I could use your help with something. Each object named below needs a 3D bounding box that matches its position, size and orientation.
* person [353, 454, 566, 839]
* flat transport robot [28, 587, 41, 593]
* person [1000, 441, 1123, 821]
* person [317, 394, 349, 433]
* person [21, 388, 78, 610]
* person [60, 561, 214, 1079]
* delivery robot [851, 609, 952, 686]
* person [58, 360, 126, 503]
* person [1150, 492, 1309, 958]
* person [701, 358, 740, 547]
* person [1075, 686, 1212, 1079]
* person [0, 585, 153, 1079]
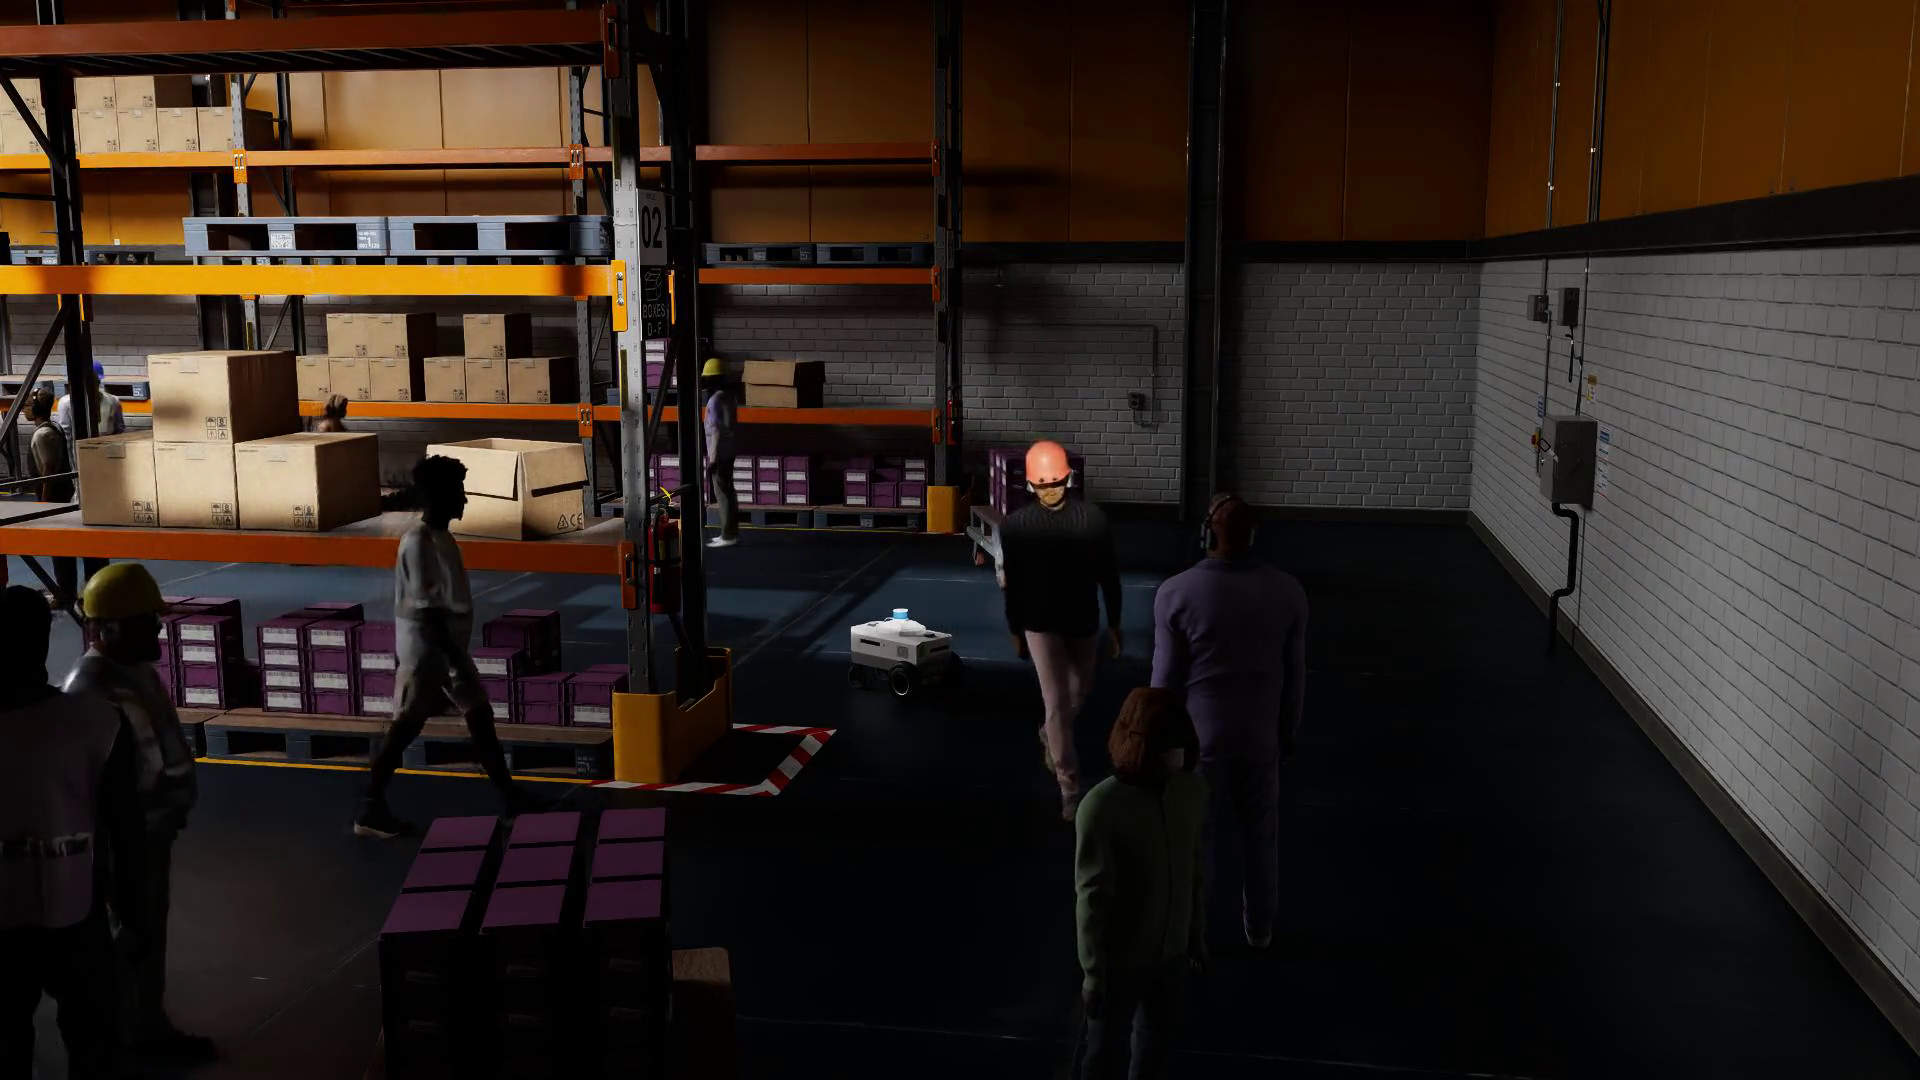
[{"bbox_3d":[-2.543,0.536,8.184,1.023,1.915,0.609,0,9,0],"label":"person"},{"bbox_3d":[-8.169,0.535,13.237,1.431,0.197,0.652,-1,9,-6],"label":"flat transport robot"},{"bbox_3d":[0.506,0.417,8.811,0.620,1.946,0.986,-2,9,-10],"label":"person"},{"bbox_3d":[-6.047,-0.595,16.036,0.477,1.623,0.533,1,9,5],"label":"person"},{"bbox_3d":[-7.543,-0.338,13.786,0.350,1.846,0.506,-3,10,-17],"label":"person"},{"bbox_3d":[-2.822,0.974,5.692,0.404,1.829,0.601,-2,9,-13],"label":"person"},{"bbox_3d":[-0.394,0.700,11.048,0.707,0.478,0.477,8,12,41],"label":"delivery robot"},{"bbox_3d":[-8.535,-0.810,16.424,0.410,1.941,0.613,9,13,44],"label":"person"},{"bbox_3d":[1.080,0.756,6.795,0.647,1.913,0.409,-1,9,-8],"label":"person"},{"bbox_3d":[-2.451,-0.886,16.932,0.381,1.925,0.593,1,9,9],"label":"person"},{"bbox_3d":[0.534,1.215,4.804,0.501,1.633,0.285,-7,12,-37],"label":"person"},{"bbox_3d":[-2.633,1.084,4.740,0.595,1.917,0.373,-3,10,-19],"label":"person"}]
